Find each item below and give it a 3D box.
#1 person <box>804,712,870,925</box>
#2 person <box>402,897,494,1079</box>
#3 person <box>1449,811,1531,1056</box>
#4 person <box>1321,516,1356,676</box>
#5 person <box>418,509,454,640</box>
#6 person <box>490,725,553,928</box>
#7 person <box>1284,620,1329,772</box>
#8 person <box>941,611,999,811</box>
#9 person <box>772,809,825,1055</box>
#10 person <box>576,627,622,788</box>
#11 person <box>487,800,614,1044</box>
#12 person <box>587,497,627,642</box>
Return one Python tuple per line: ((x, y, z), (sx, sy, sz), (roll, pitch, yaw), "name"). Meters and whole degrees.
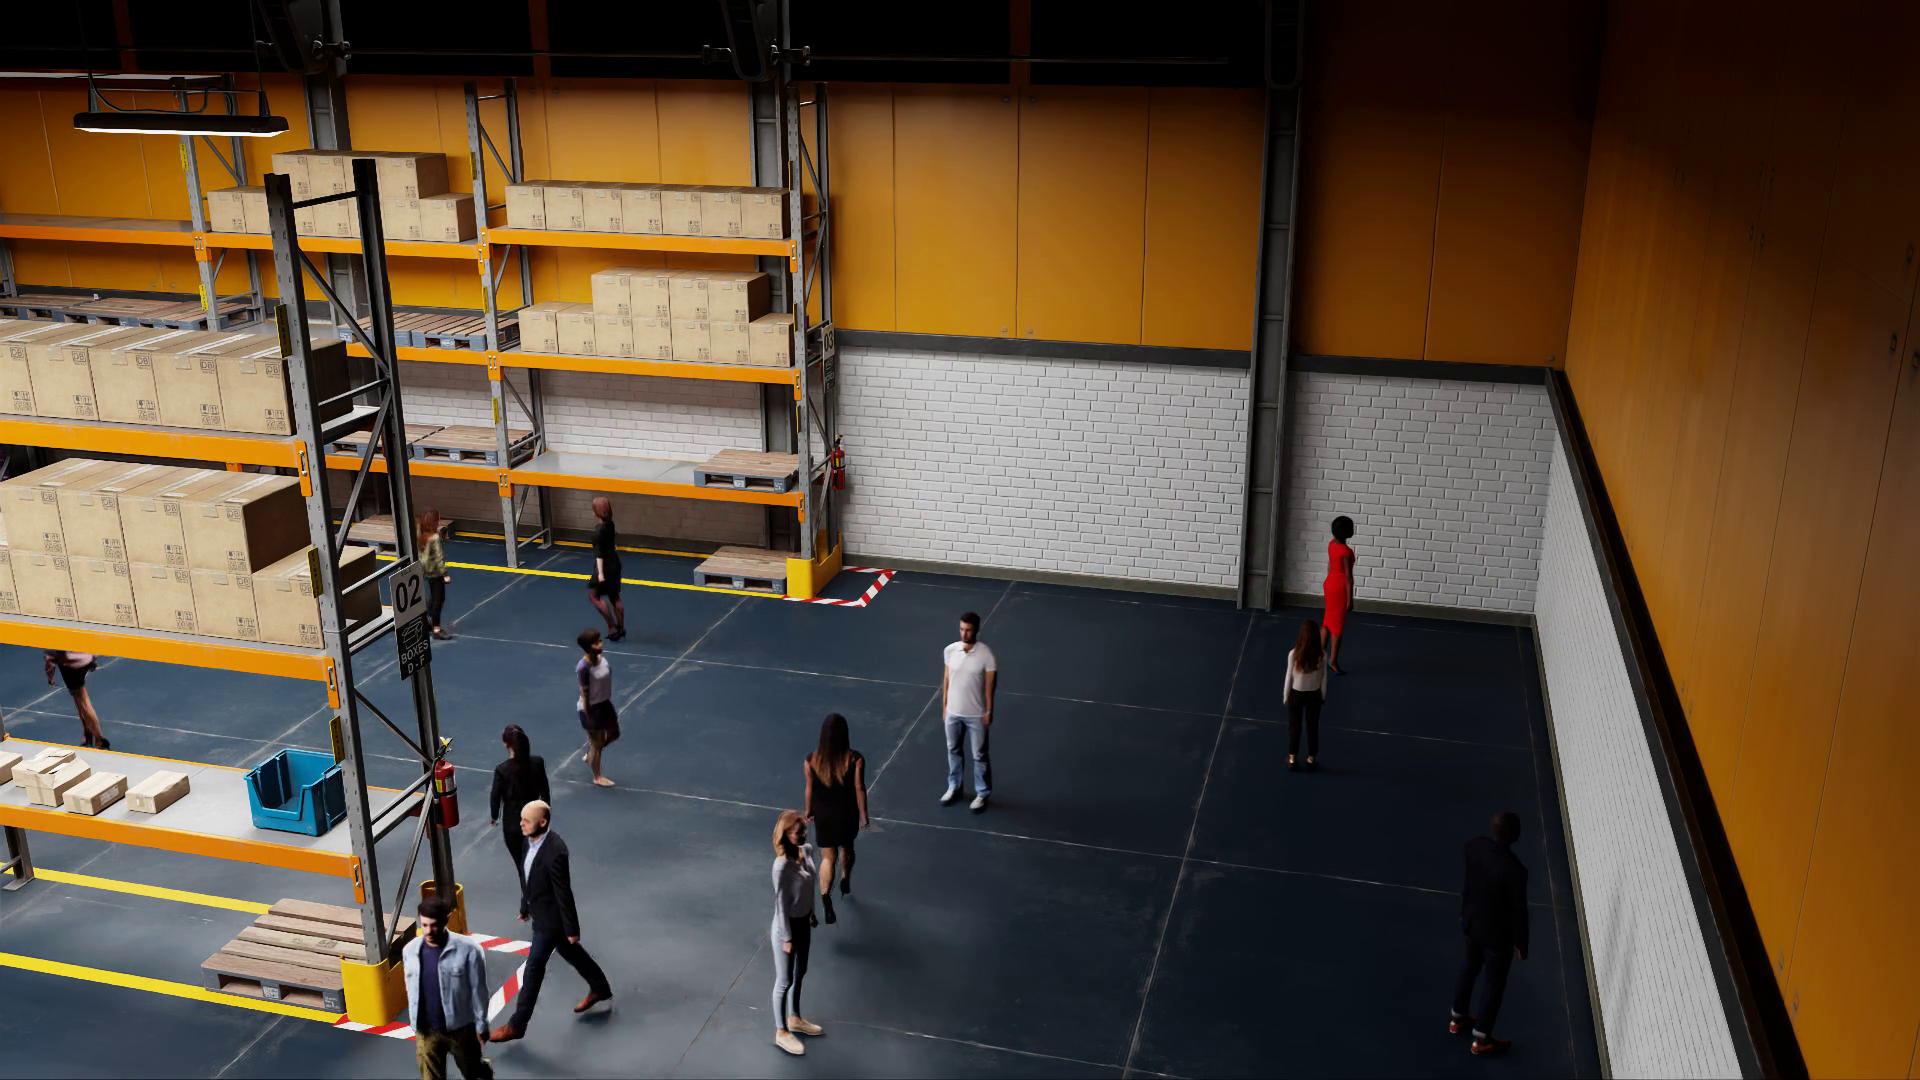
((-0.980, 2.223, 13.055), (1.060, 1.684, 0.896), (0, 19, 1), "person")
((-3.211, 3.025, 10.518), (1.125, 1.783, 0.903), (0, 19, 1), "person")
((3.632, 2.690, 11.462), (0.857, 1.815, 0.820), (-8, 20, -23), "person")
((4.041, 0.582, 17.836), (0.668, 1.743, 0.654), (-5, 19, -15), "person")
((-5.981, 0.368, 18.912), (0.833, 1.461, 0.764), (-17, 25, -41), "person")
((-3.356, 2.273, 12.906), (0.865, 1.685, 0.960), (-13, 23, -34), "person")
((3.249, 1.465, 15.624), (0.479, 1.481, 0.645), (1, 19, 2), "person")
((0.076, 1.507, 14.910), (0.594, 1.858, 0.785), (11, 21, 29), "person")
((-1.158, 2.681, 11.521), (0.563, 1.796, 0.627), (9, 21, 26), "person")
((-3.415, 1.524, 15.341), (0.614, 1.550, 0.593), (6, 20, 19), "person")
((-2.814, 2.631, 11.724), (1.254, 1.760, 1.238), (-12, 22, -32), "person")
((-3.863, 0.351, 18.599), (0.611, 1.694, 0.595), (4, 19, 12), "person")
